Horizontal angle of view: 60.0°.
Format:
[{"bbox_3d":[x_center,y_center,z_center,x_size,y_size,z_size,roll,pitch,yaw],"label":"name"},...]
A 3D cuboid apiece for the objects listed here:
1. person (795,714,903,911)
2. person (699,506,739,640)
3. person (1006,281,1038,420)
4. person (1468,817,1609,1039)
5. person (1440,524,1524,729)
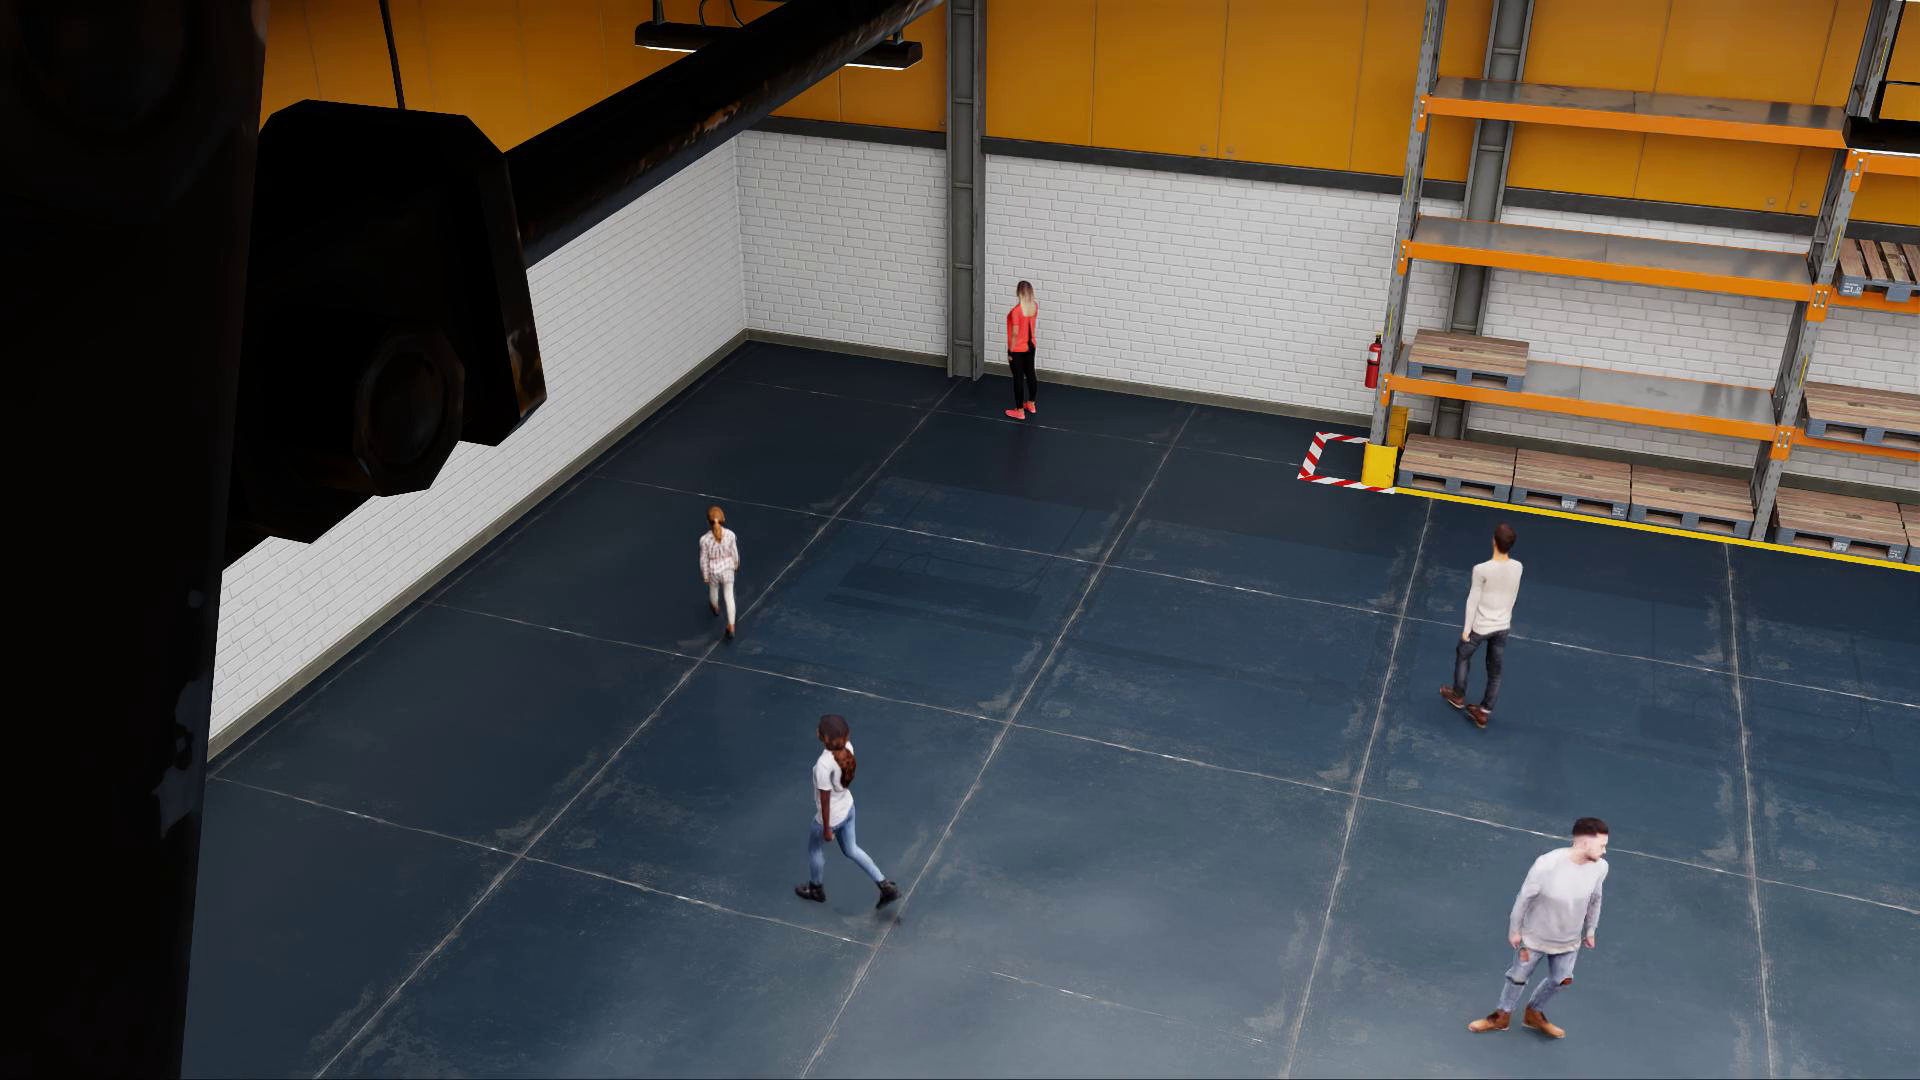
[{"bbox_3d":[-0.823,2.002,11.990,1.083,1.693,0.642,12,31,22],"label":"person"},{"bbox_3d":[-2.219,0.318,15.513,0.956,1.275,0.968,-10,30,-17],"label":"person"},{"bbox_3d":[0.752,-2.283,19.845,0.645,1.693,0.666,23,36,35],"label":"person"},{"bbox_3d":[3.812,2.542,10.878,0.646,1.809,0.956,5,29,10],"label":"person"},{"bbox_3d":[4.519,0.778,14.076,0.927,1.845,0.969,-7,29,-12],"label":"person"}]
